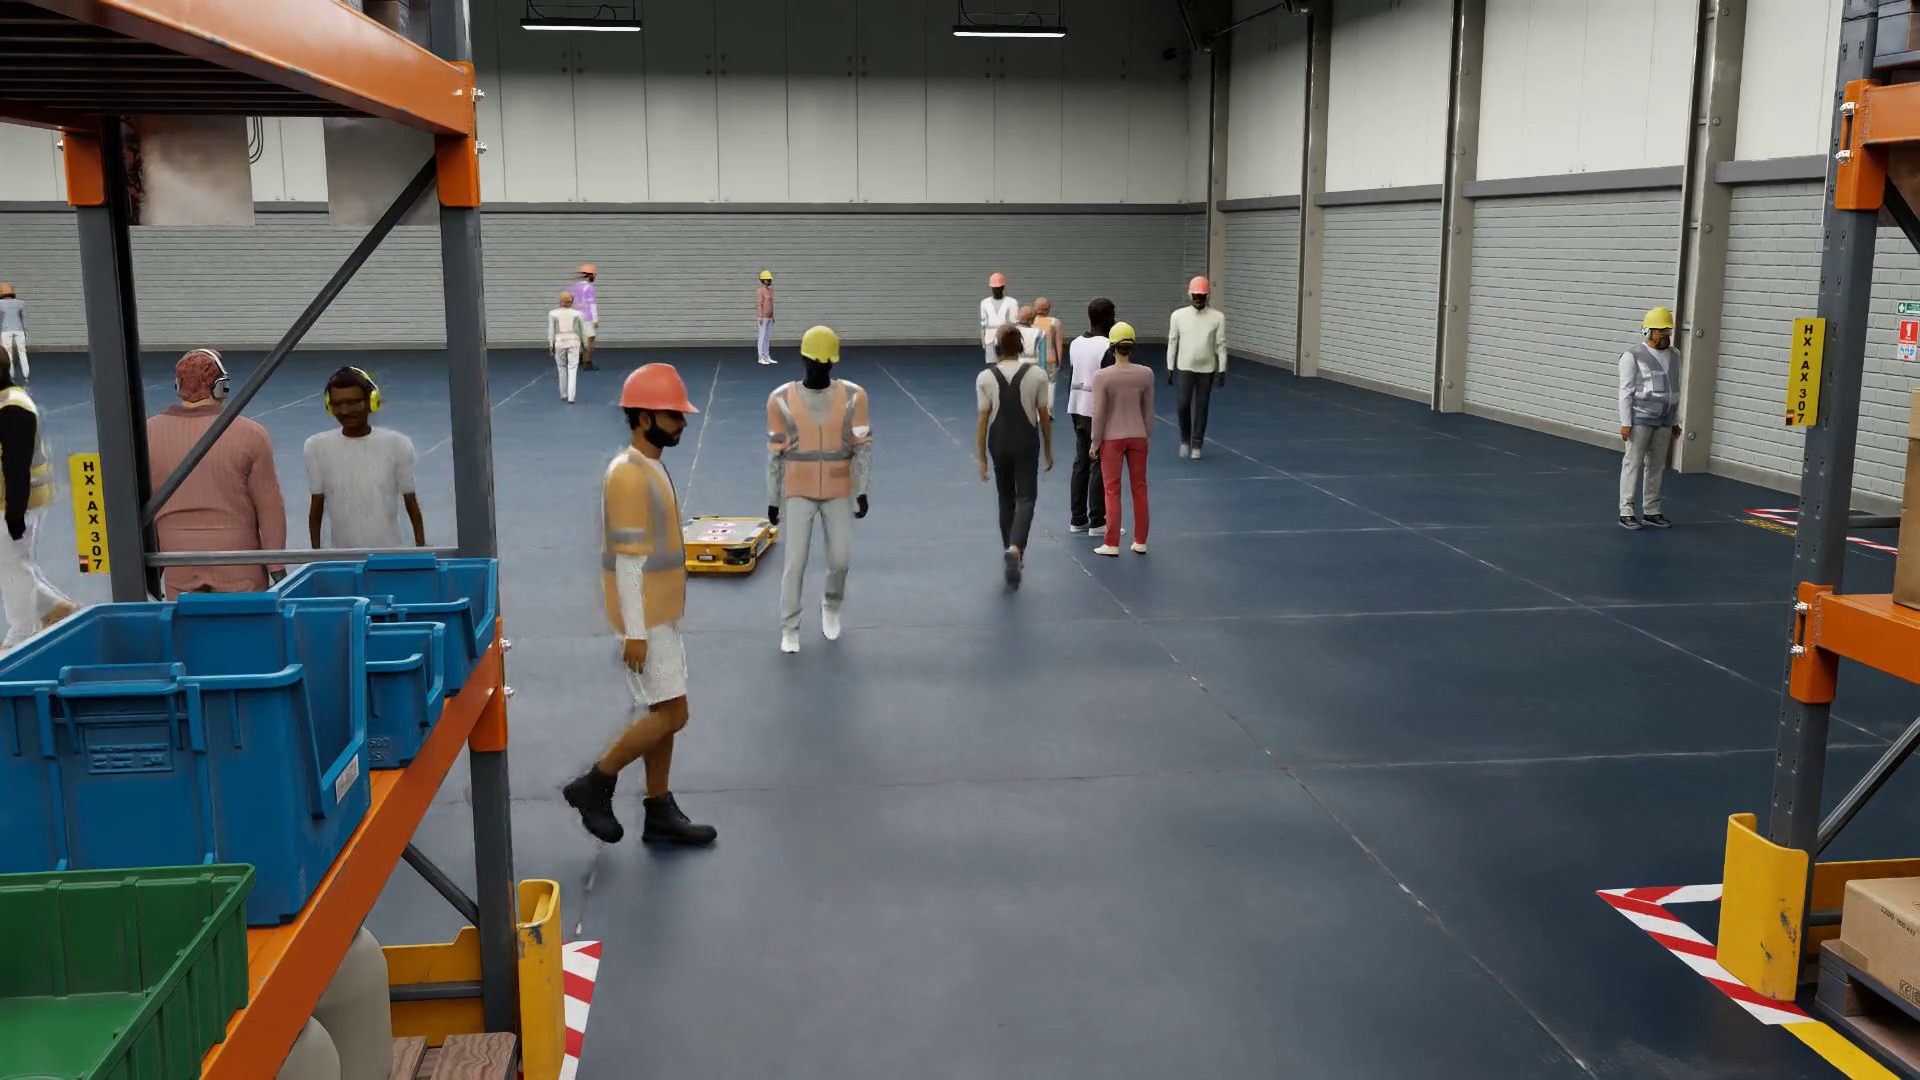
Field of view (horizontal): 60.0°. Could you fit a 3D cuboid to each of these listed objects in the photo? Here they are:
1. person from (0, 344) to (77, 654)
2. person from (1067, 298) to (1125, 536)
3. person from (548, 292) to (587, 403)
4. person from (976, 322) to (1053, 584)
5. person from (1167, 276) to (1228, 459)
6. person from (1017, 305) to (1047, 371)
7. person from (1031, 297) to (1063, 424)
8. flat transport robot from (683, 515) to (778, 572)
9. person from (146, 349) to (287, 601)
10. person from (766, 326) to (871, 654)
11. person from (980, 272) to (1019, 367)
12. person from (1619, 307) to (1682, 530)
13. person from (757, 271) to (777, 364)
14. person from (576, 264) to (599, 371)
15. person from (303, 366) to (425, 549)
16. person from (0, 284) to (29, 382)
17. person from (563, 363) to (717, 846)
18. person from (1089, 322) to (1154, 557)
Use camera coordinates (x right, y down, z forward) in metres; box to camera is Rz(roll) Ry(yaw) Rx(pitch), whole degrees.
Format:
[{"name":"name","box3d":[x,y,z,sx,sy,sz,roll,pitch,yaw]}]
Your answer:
[{"name":"person","box3d":[-5.368,-0.210,9.398,0.468,1.828,0.656,-9,14,-41]},{"name":"person","box3d":[1.081,-0.993,13.452,0.373,1.917,0.594,-6,12,-30]},{"name":"person","box3d":[-5.717,-2.814,24.295,0.545,1.589,0.856,-2,10,-9]},{"name":"person","box3d":[0.368,-0.610,11.655,0.533,1.816,0.846,2,10,9]},{"name":"person","box3d":[2.561,-1.843,17.938,0.651,1.975,0.547,1,10,5]},{"name":"person","box3d":[0.765,-1.965,19.642,0.514,1.606,0.810,0,10,-2]},{"name":"person","box3d":[1.063,-2.322,21.535,0.538,1.620,0.499,1,10,7]},{"name":"flat transport robot","box3d":[-1.791,0.015,12.445,0.652,0.197,1.431,0,10,2]},{"name":"person","box3d":[-3.371,0.091,7.543,0.653,1.906,0.405,-1,10,-4]},{"name":"person","box3d":[-0.824,-0.292,9.644,0.602,1.901,0.480,-2,11,-11]},{"name":"person","box3d":[0.568,-2.799,23.382,0.561,1.912,0.766,3,11,14]},{"name":"person","box3d":[5.711,-1.002,13.735,0.596,1.832,0.404,-4,11,-19]},{"name":"person","box3d":[-3.669,-4.221,31.566,0.311,1.768,0.532,4,11,21]},{"name":"person","box3d":[-6.669,-3.990,29.880,0.439,1.919,0.560,-7,13,-35]},{"name":"person","box3d":[-2.786,0.075,7.895,0.542,1.835,0.809,-1,10,-5]},{"name":"person","box3d":[-15.761,-3.438,27.642,0.498,1.632,0.285,-9,14,-42]},{"name":"person","box3d":[-1.237,0.276,6.479,0.487,1.924,0.580,0,10,1]},{"name":"person","box3d":[1.216,-0.753,12.553,0.523,1.769,0.324,-4,11,-21]}]
